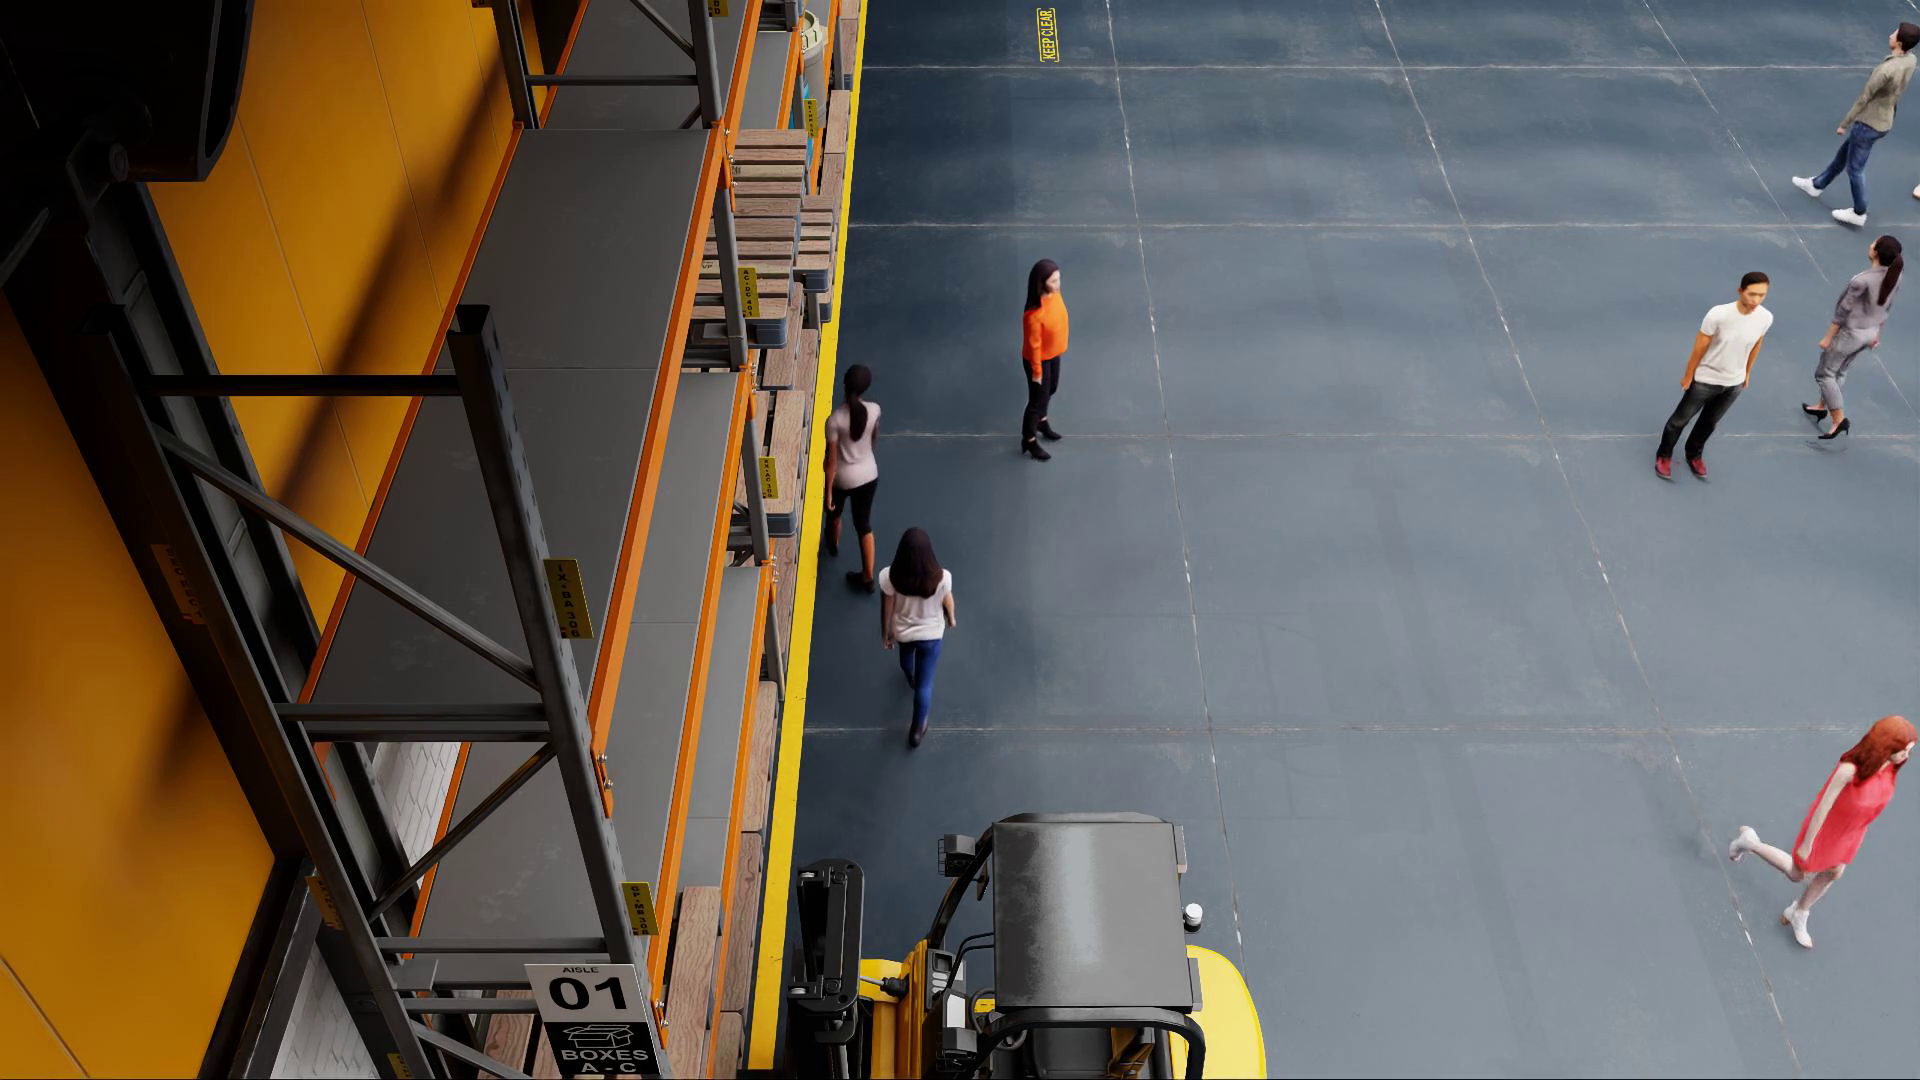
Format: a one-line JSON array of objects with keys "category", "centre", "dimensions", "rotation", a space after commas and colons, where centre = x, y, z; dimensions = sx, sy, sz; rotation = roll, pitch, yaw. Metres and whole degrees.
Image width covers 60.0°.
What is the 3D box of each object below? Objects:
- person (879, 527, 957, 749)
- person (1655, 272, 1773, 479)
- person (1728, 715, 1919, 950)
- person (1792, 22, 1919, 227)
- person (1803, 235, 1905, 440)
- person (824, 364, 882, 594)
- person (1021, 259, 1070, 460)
[{"category": "person", "centre": [-0.281, 0.662, 10.347], "dimensions": [0.711, 1.655, 0.994], "rotation": [9, 44, 9]}, {"category": "person", "centre": [5.561, -1.219, 12.215], "dimensions": [0.639, 1.801, 0.517], "rotation": [-1, 44, -1]}, {"category": "person", "centre": [4.810, 1.558, 9.296], "dimensions": [0.776, 1.807, 1.007], "rotation": [-12, 45, -13]}, {"category": "person", "centre": [8.124, -3.641, 14.738], "dimensions": [1.087, 1.827, 1.209], "rotation": [-26, 49, -25]}, {"category": "person", "centre": [6.801, -1.497, 12.615], "dimensions": [0.786, 1.653, 0.911], "rotation": [-17, 46, -17]}, {"category": "person", "centre": [-0.719, -0.358, 11.386], "dimensions": [0.958, 1.698, 1.094], "rotation": [-29, 51, -27]}, {"category": "person", "centre": [0.602, -1.360, 12.405], "dimensions": [0.757, 1.744, 0.625], "rotation": [16, 46, 16]}]
